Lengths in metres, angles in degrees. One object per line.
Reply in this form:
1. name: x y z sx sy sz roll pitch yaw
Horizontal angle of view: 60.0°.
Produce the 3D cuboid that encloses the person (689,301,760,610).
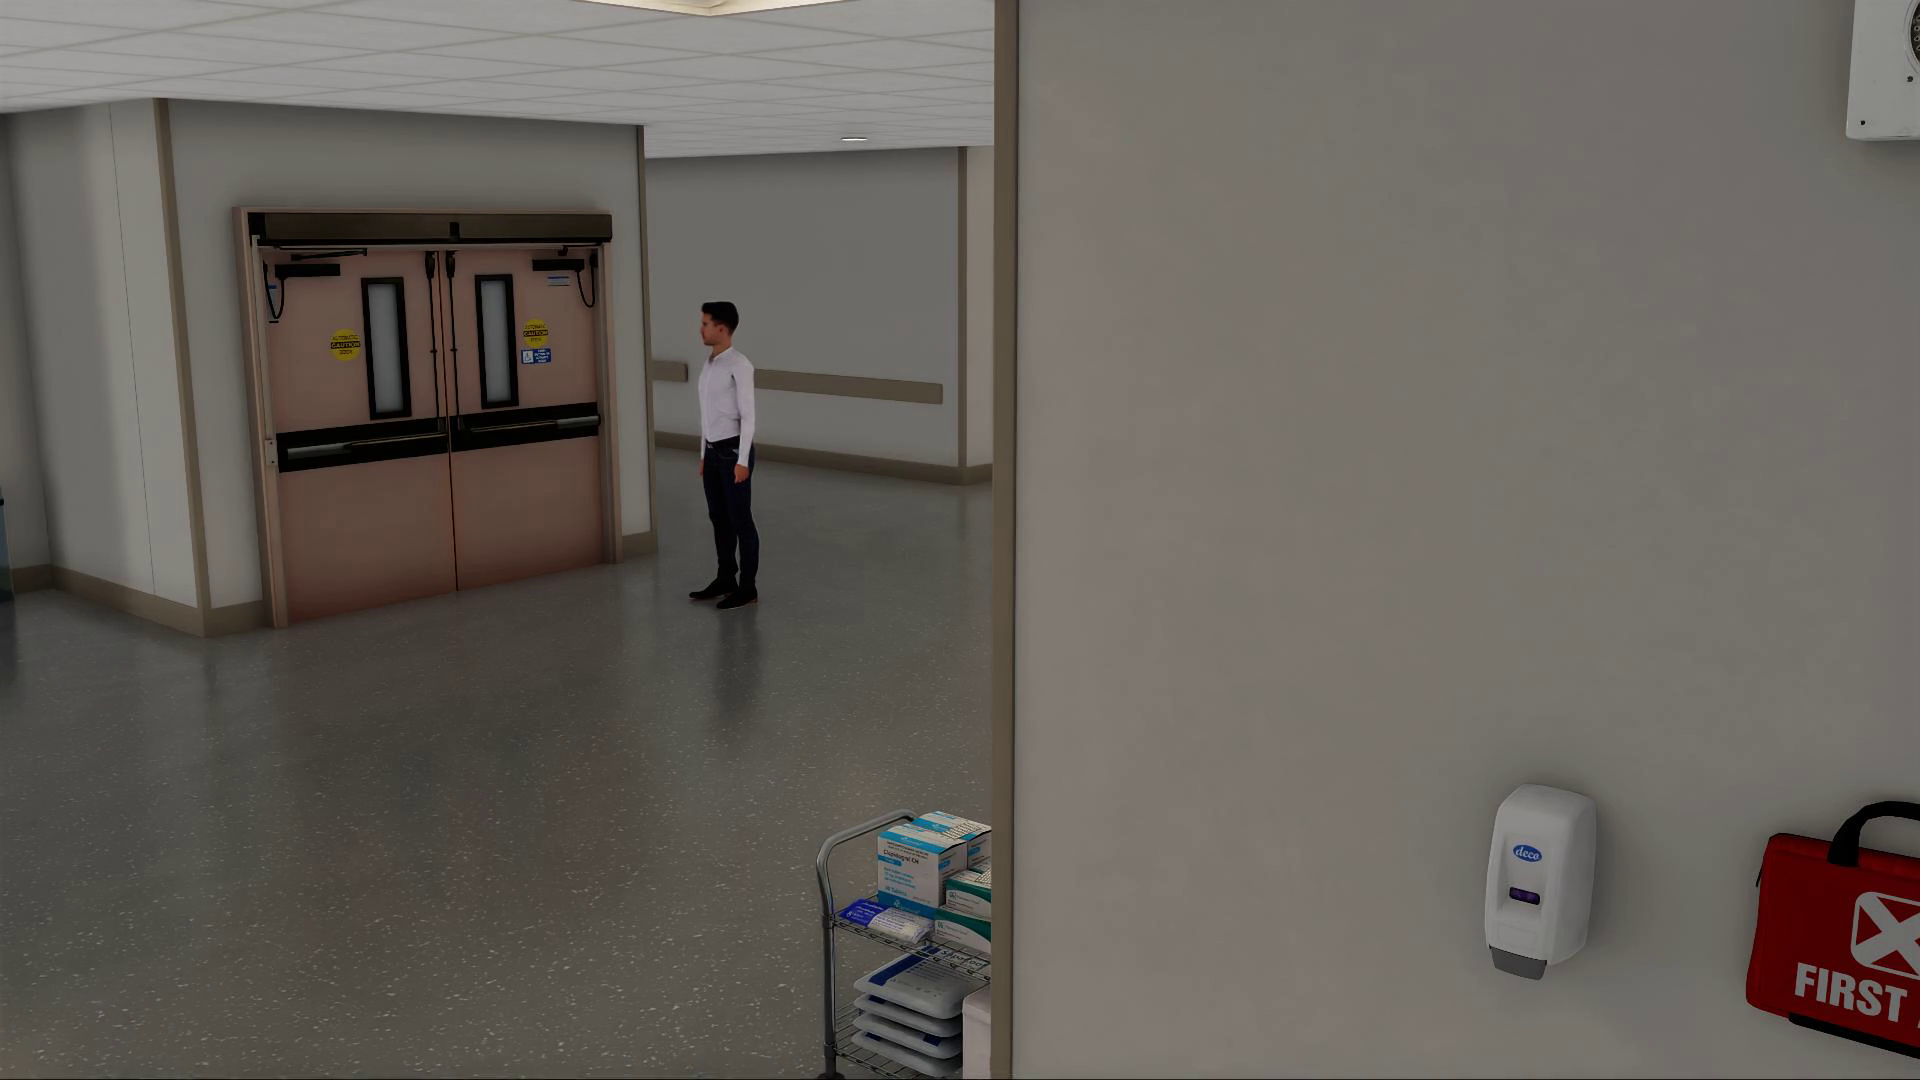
1. person: -1.421 -0.536 10.229 0.623 1.868 0.661 -9 14 -38
